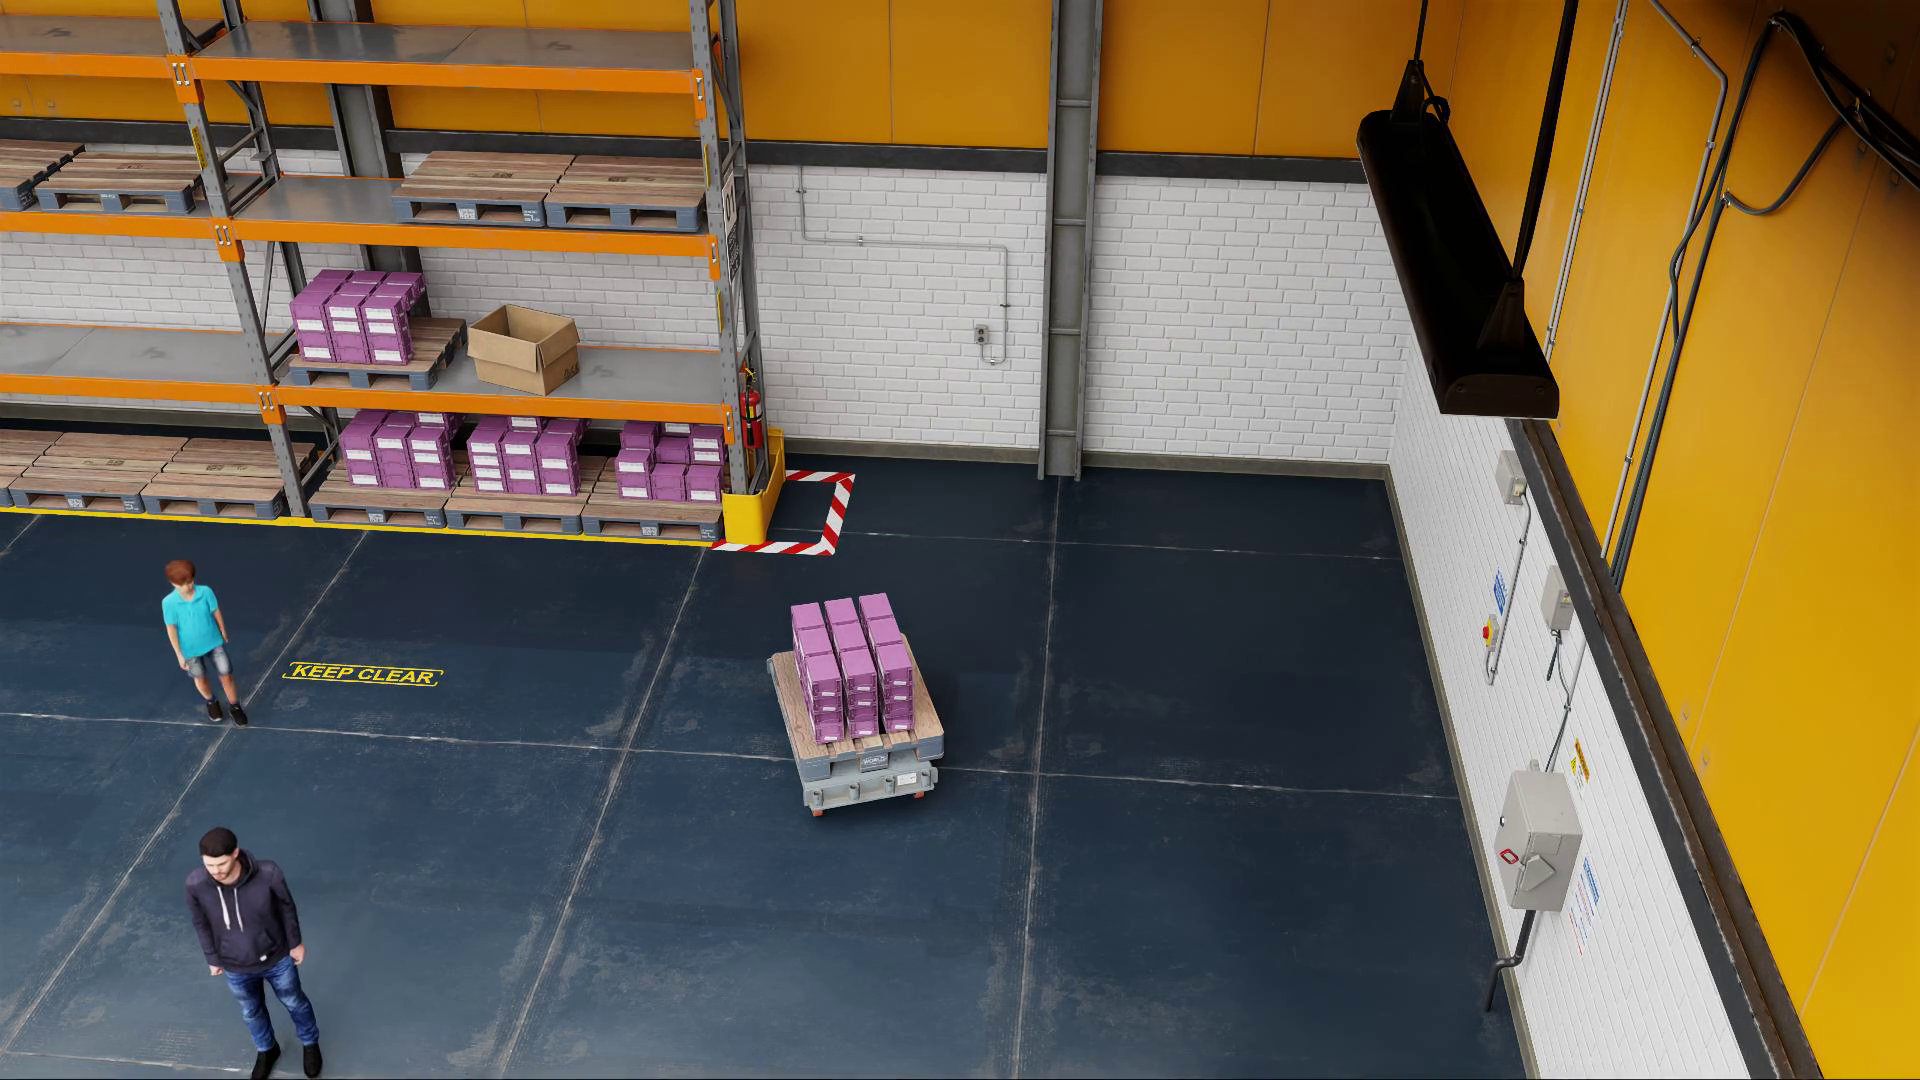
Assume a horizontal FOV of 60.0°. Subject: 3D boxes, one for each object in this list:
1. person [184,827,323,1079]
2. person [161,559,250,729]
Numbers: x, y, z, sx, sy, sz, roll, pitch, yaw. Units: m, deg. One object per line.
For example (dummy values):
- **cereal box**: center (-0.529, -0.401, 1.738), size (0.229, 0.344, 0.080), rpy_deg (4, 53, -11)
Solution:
- **person**: center (-3.924, 2.285, 9.283), size (0.610, 1.890, 0.797), rpy_deg (-6, 34, -9)
- **person**: center (-5.549, 0.700, 12.086), size (0.713, 1.427, 0.755), rpy_deg (-17, 37, -24)
